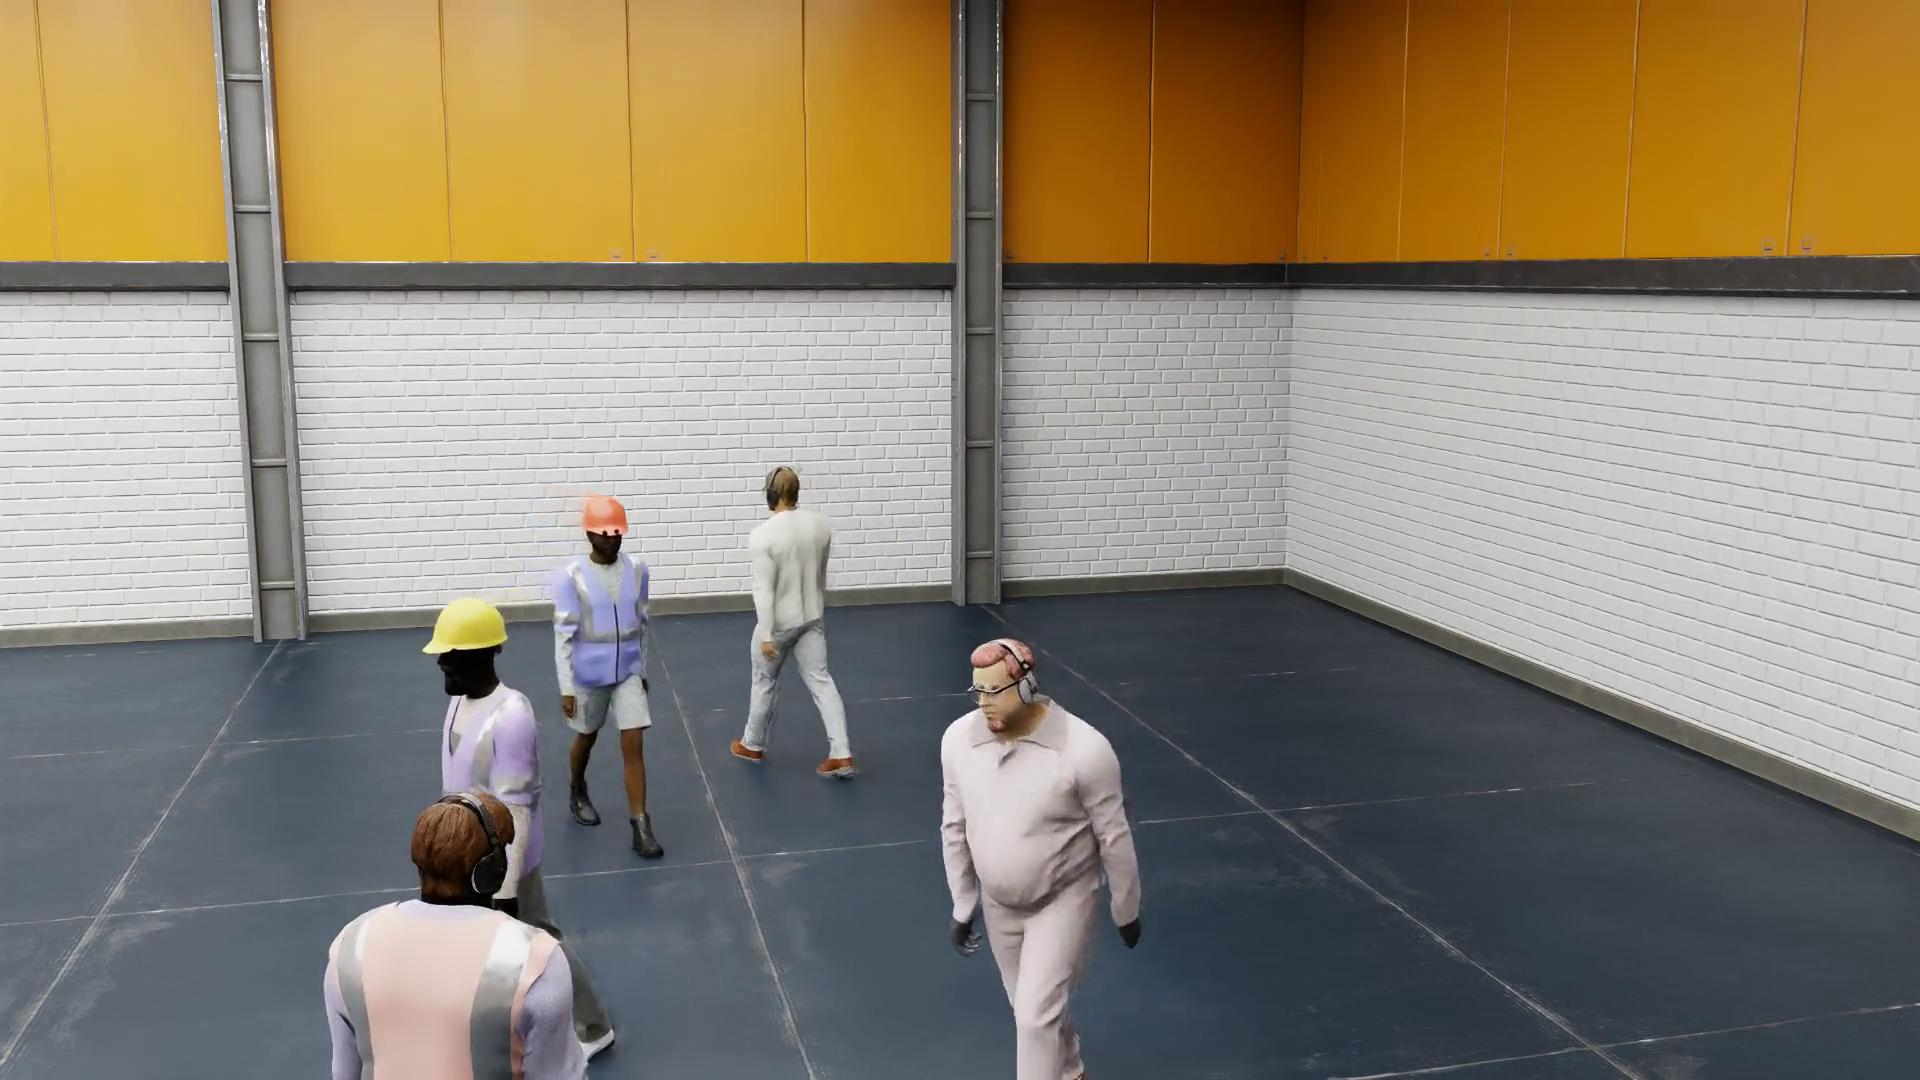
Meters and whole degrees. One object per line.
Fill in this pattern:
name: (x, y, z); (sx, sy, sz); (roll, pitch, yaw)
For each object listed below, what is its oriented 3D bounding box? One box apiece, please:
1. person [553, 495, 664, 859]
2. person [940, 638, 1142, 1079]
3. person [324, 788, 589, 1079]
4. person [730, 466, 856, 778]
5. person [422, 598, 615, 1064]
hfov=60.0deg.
person: (-1.903, 0.685, 8.864); (0.563, 1.889, 1.008); (-6, 11, -33)
person: (0.286, 1.214, 5.687); (0.659, 1.853, 0.828); (7, 11, 37)
person: (-1.152, 1.491, 3.955); (0.633, 1.841, 0.429); (2, 9, 15)
person: (-1.006, 0.494, 10.074); (0.640, 1.894, 1.034); (-9, 13, -43)
person: (-1.716, 1.132, 6.102); (0.974, 1.880, 0.601); (-8, 12, -40)
